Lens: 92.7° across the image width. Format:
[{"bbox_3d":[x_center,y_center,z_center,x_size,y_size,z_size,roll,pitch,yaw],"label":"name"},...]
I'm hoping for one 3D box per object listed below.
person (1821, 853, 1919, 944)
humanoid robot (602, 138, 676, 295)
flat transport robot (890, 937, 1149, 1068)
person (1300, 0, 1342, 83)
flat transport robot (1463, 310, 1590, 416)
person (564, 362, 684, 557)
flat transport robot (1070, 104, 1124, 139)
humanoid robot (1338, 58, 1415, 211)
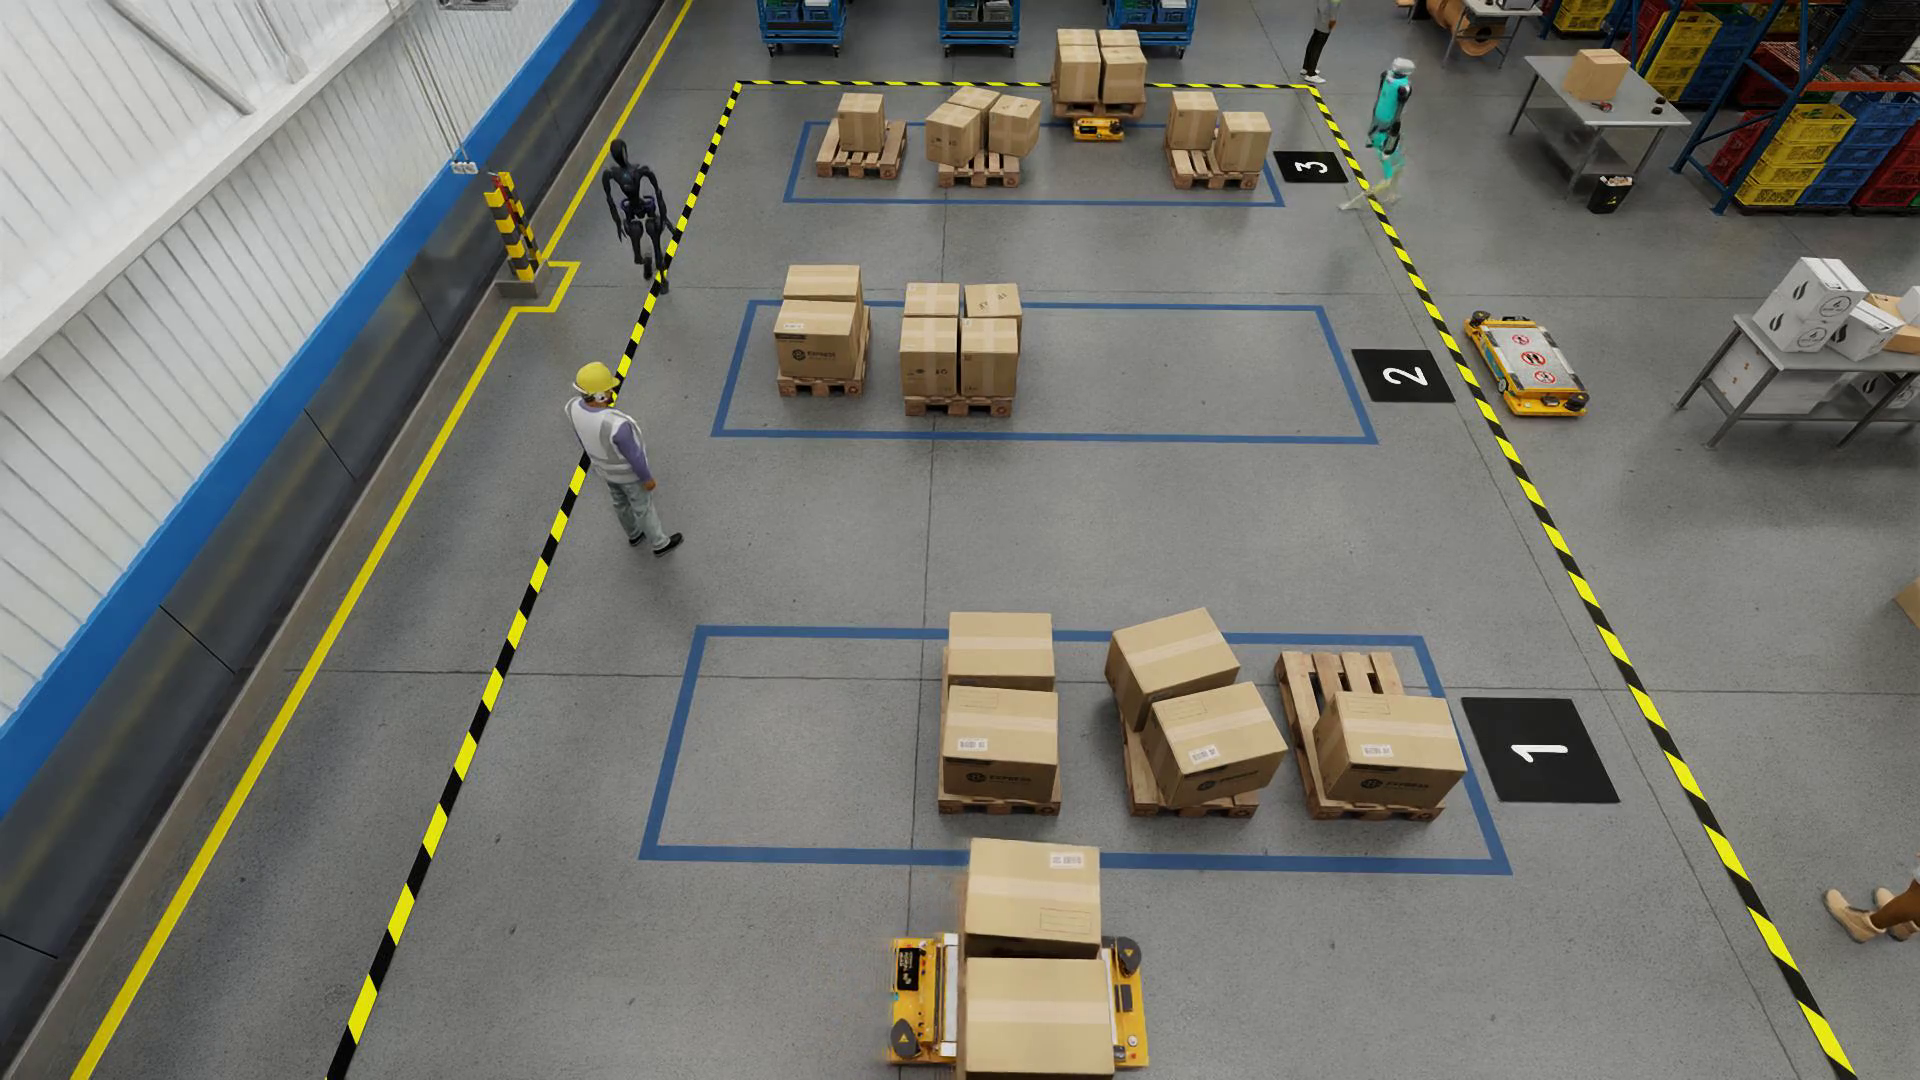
[{"bbox_3d":[5.571,1.670,4.924,0.607,2.031,0.406,2,49,2],"label":"person"},{"bbox_3d":[-3.285,-3.352,9.505,0.595,1.650,0.425,-8,50,-7],"label":"humanoid robot"},{"bbox_3d":[0.336,2.623,5.245,1.431,0.197,0.652,1,49,1],"label":"flat transport robot"},{"bbox_3d":[5.242,-7.495,12.974,0.378,1.853,0.587,2,49,2],"label":"person"},{"bbox_3d":[5.573,-1.757,9.054,0.659,0.231,1.431,1,49,1],"label":"flat transport robot"},{"bbox_3d":[-2.579,-0.581,7.009,0.588,1.821,0.404,25,54,20],"label":"person"},{"bbox_3d":[1.869,-5.964,12.678,0.652,0.197,1.431,1,49,0],"label":"flat transport robot"},{"bbox_3d":[5.100,-4.622,10.613,0.892,1.816,0.530,-7,49,-6],"label":"humanoid robot"}]
